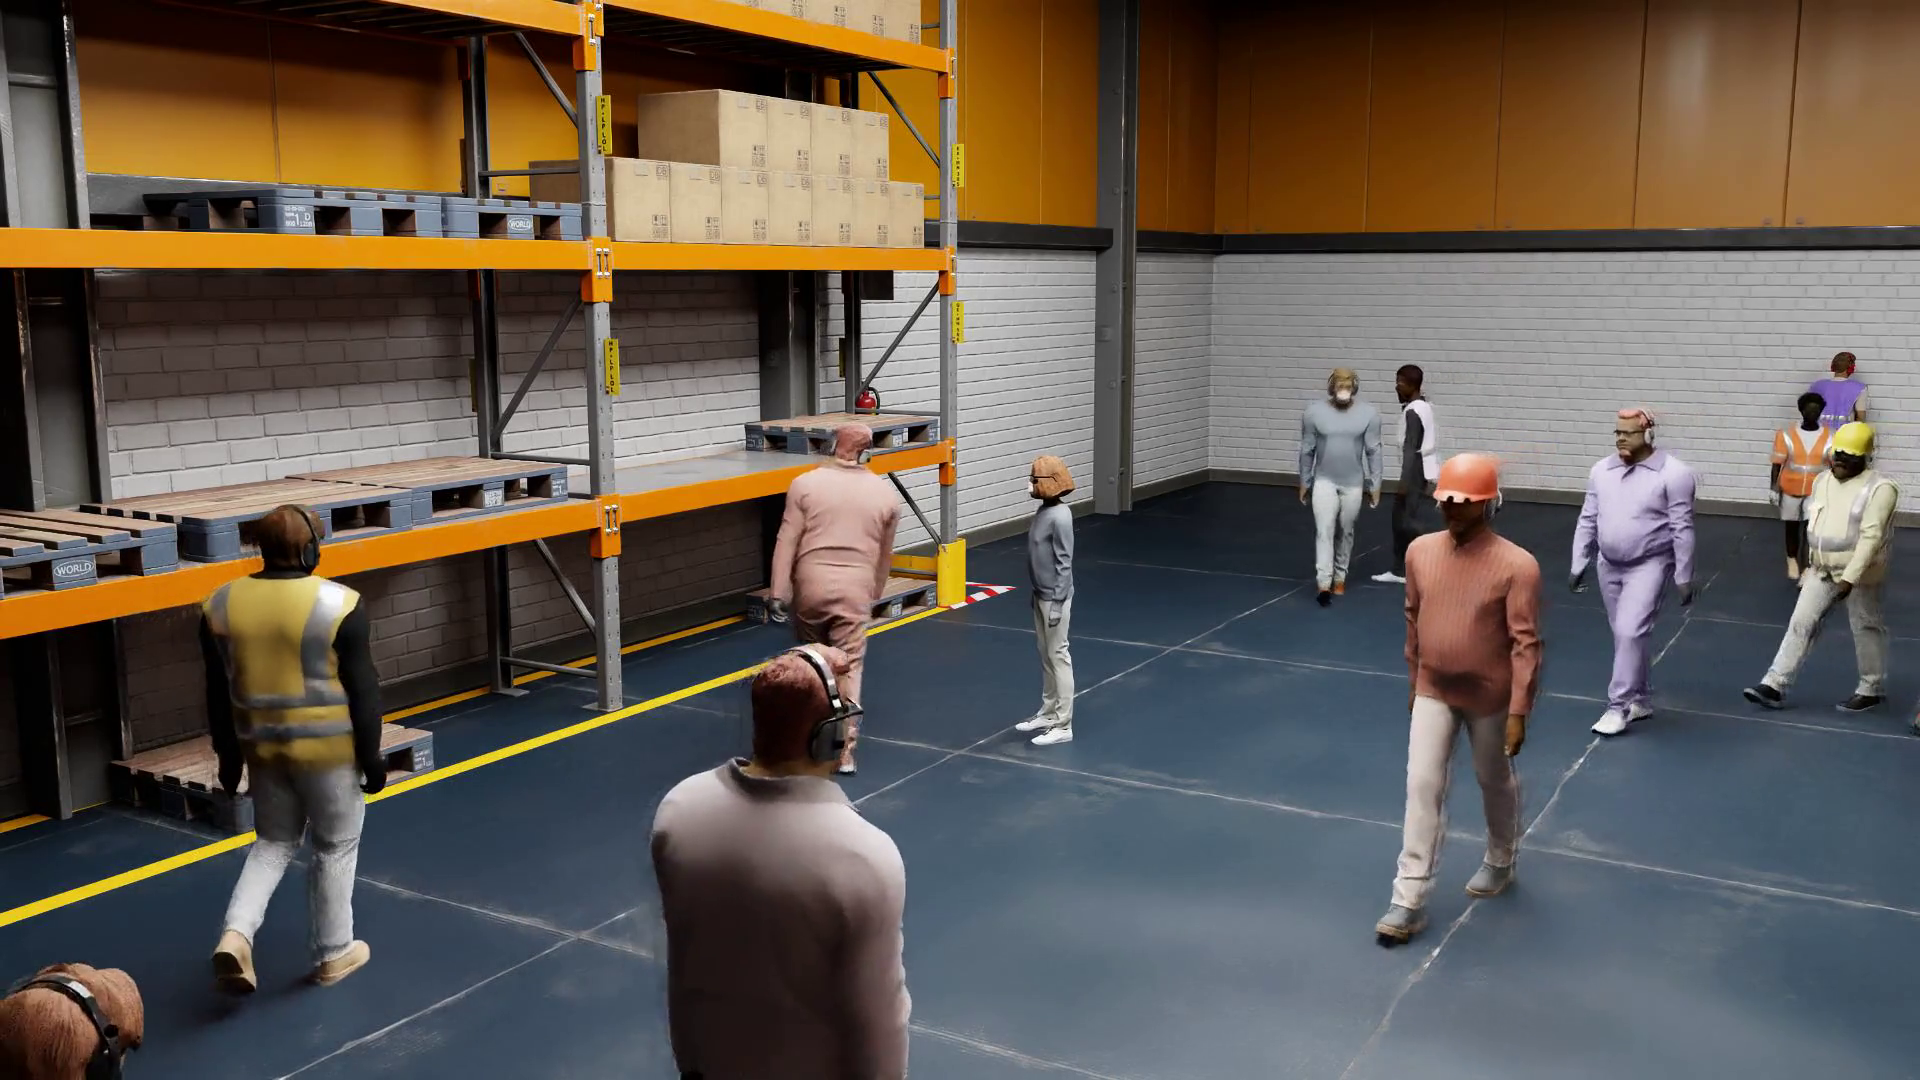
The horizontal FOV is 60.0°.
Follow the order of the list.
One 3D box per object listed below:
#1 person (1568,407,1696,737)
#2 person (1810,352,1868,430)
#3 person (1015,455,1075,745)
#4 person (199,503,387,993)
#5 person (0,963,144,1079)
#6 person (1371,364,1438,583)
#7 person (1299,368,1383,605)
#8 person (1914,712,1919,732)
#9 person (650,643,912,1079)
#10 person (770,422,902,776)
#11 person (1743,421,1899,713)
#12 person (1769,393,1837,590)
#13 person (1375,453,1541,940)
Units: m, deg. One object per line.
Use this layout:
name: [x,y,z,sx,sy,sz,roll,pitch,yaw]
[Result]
person: [3.792,0.181,9.584,0.833,1.873,0.679,-6,11,-32]
person: [9.032,-1.015,17.165,0.373,1.843,0.571,-8,12,-42]
person: [0.499,0.334,9.407,0.284,1.633,0.497,-2,9,-13]
person: [-2.427,0.779,6.045,0.633,1.823,0.600,1,9,9]
person: [-1.403,1.447,2.582,0.526,1.595,0.877,2,9,14]
person: [3.880,-0.537,14.047,0.644,1.894,0.626,3,10,17]
person: [3.058,-0.425,13.353,0.651,1.881,1.034,1,9,9]
person: [5.794,0.341,9.148,0.531,1.708,0.894,-7,11,-37]
person: [-0.389,1.152,3.518,0.647,1.881,0.645,5,11,30]
person: [-0.671,0.294,9.017,0.707,1.847,0.848,-1,9,-7]
person: [5.193,0.180,9.901,0.904,1.775,0.592,-3,10,-20]
person: [7.149,-0.425,14.092,0.543,1.648,0.893,5,10,28]
person: [2.067,0.607,6.778,0.628,1.939,1.047,8,12,41]
